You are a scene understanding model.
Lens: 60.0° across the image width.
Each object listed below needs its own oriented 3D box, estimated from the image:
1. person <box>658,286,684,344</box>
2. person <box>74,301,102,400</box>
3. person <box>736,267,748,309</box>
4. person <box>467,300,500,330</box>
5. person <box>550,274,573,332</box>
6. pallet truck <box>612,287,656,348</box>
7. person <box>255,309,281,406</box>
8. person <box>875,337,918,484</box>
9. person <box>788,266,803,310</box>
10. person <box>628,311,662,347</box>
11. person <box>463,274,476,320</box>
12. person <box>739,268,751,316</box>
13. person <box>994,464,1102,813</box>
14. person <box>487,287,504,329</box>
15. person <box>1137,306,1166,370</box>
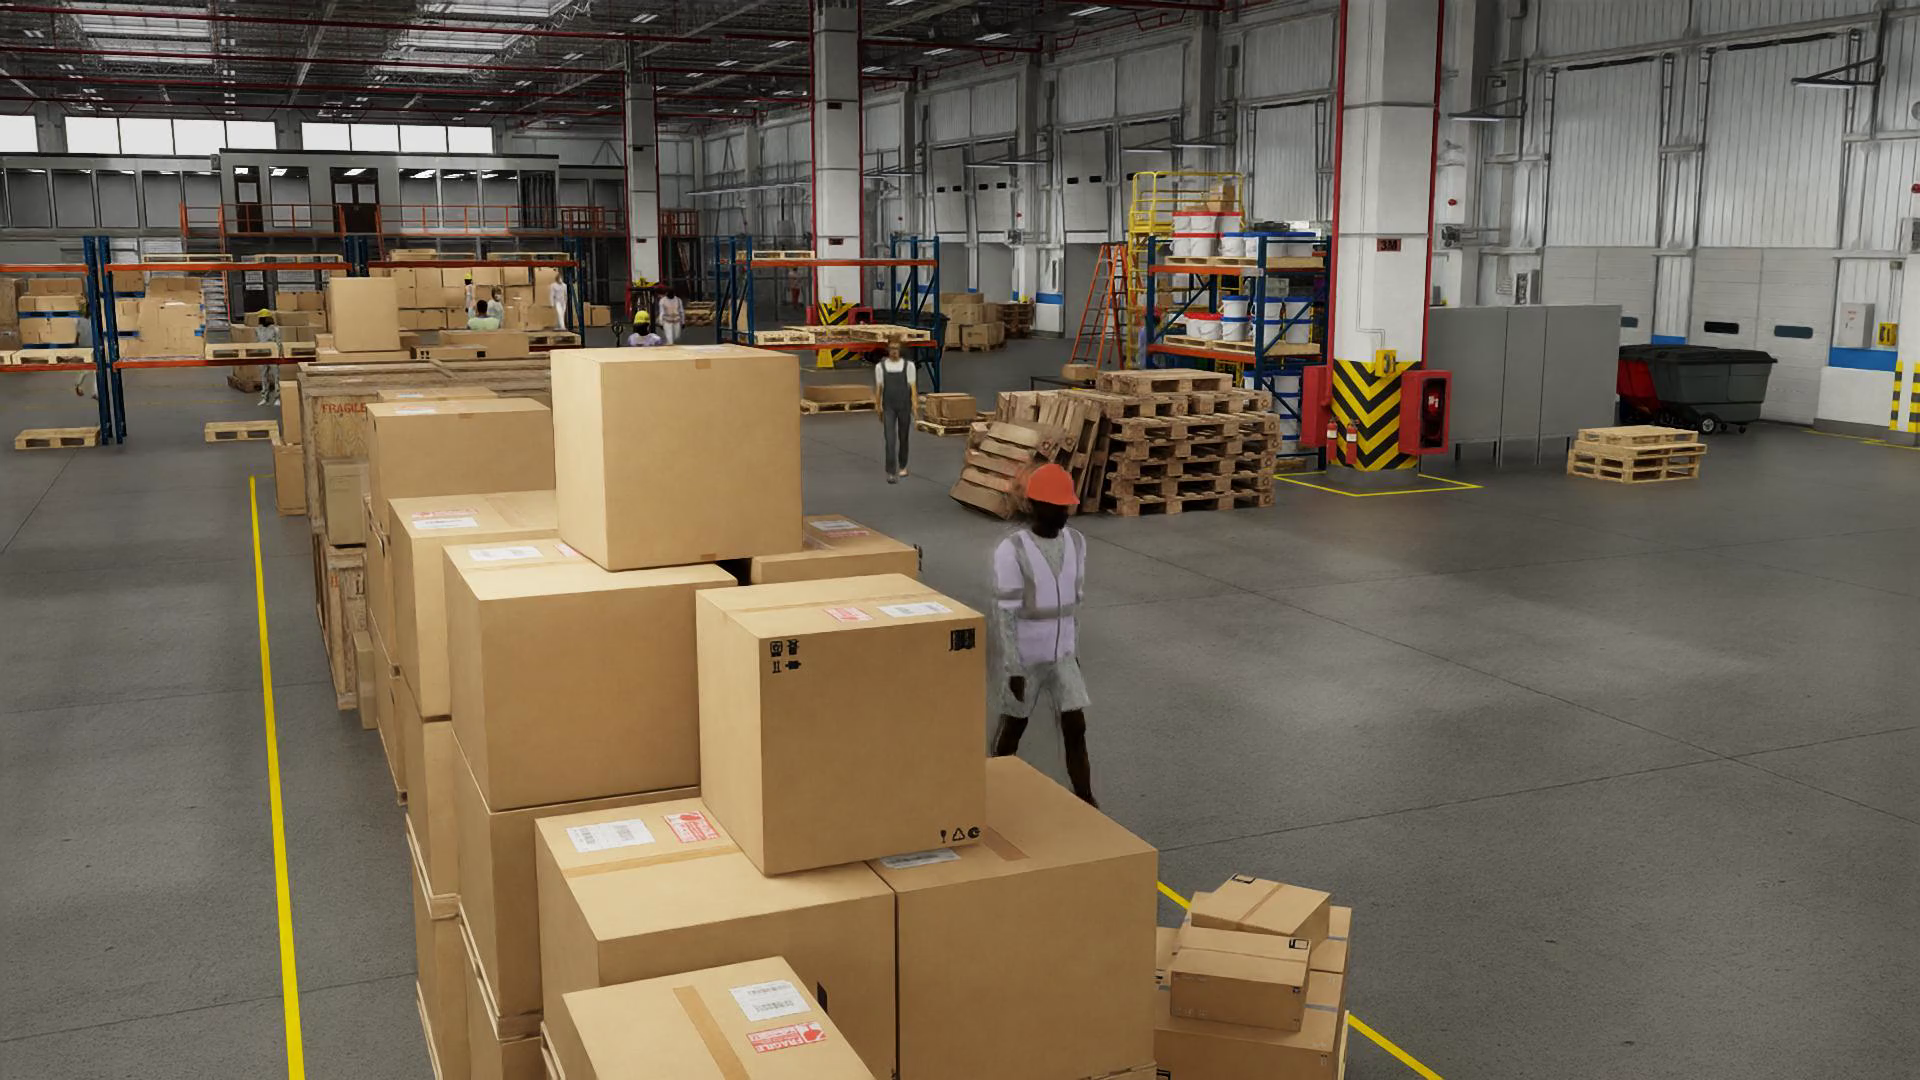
[{"bbox_3d":[-7.204,-5.430,41.525,0.635,1.823,0.660,-4,11,-23],"label":"person"},{"bbox_3d":[-16.218,-3.514,30.912,0.580,1.843,0.561,6,12,31],"label":"person"},{"bbox_3d":[-9.309,-10.823,71.217,0.619,1.838,0.430,-5,12,-27],"label":"person"},{"bbox_3d":[-8.402,-3.283,29.441,0.597,1.915,0.371,-6,12,-31],"label":"person"},{"bbox_3d":[-12.582,-7.402,52.226,0.977,1.899,0.636,10,14,44],"label":"person"},{"bbox_3d":[-6.464,-4.406,35.401,0.823,1.965,1.885,6,12,32],"label":"pallet truck"},{"bbox_3d":[-12.448,-3.284,29.922,0.486,1.744,0.294,1,10,5],"label":"person"},{"bbox_3d":[-0.786,-1.622,20.648,0.533,1.803,0.986,0,10,-1],"label":"person"},{"bbox_3d":[-6.948,-10.687,70.122,0.632,1.964,0.815,-4,11,-22],"label":"person"},{"bbox_3d":[-4.701,-2.444,24.776,0.585,1.930,0.358,3,11,18],"label":"person"},{"bbox_3d":[-14.917,-7.133,50.626,0.369,1.925,0.594,1,10,5],"label":"person"},{"bbox_3d":[-8.317,-9.548,64.072,0.738,1.895,0.586,-2,11,-13],"label":"person"},{"bbox_3d":[0.469,0.575,8.226,0.573,1.891,0.946,-7,12,-32],"label":"person"},{"bbox_3d":[-10.136,-4.550,36.369,0.377,1.936,0.627,1,10,3],"label":"person"},{"bbox_3d":[3.214,-2.884,27.295,0.945,1.890,0.576,8,13,36],"label":"person"}]
